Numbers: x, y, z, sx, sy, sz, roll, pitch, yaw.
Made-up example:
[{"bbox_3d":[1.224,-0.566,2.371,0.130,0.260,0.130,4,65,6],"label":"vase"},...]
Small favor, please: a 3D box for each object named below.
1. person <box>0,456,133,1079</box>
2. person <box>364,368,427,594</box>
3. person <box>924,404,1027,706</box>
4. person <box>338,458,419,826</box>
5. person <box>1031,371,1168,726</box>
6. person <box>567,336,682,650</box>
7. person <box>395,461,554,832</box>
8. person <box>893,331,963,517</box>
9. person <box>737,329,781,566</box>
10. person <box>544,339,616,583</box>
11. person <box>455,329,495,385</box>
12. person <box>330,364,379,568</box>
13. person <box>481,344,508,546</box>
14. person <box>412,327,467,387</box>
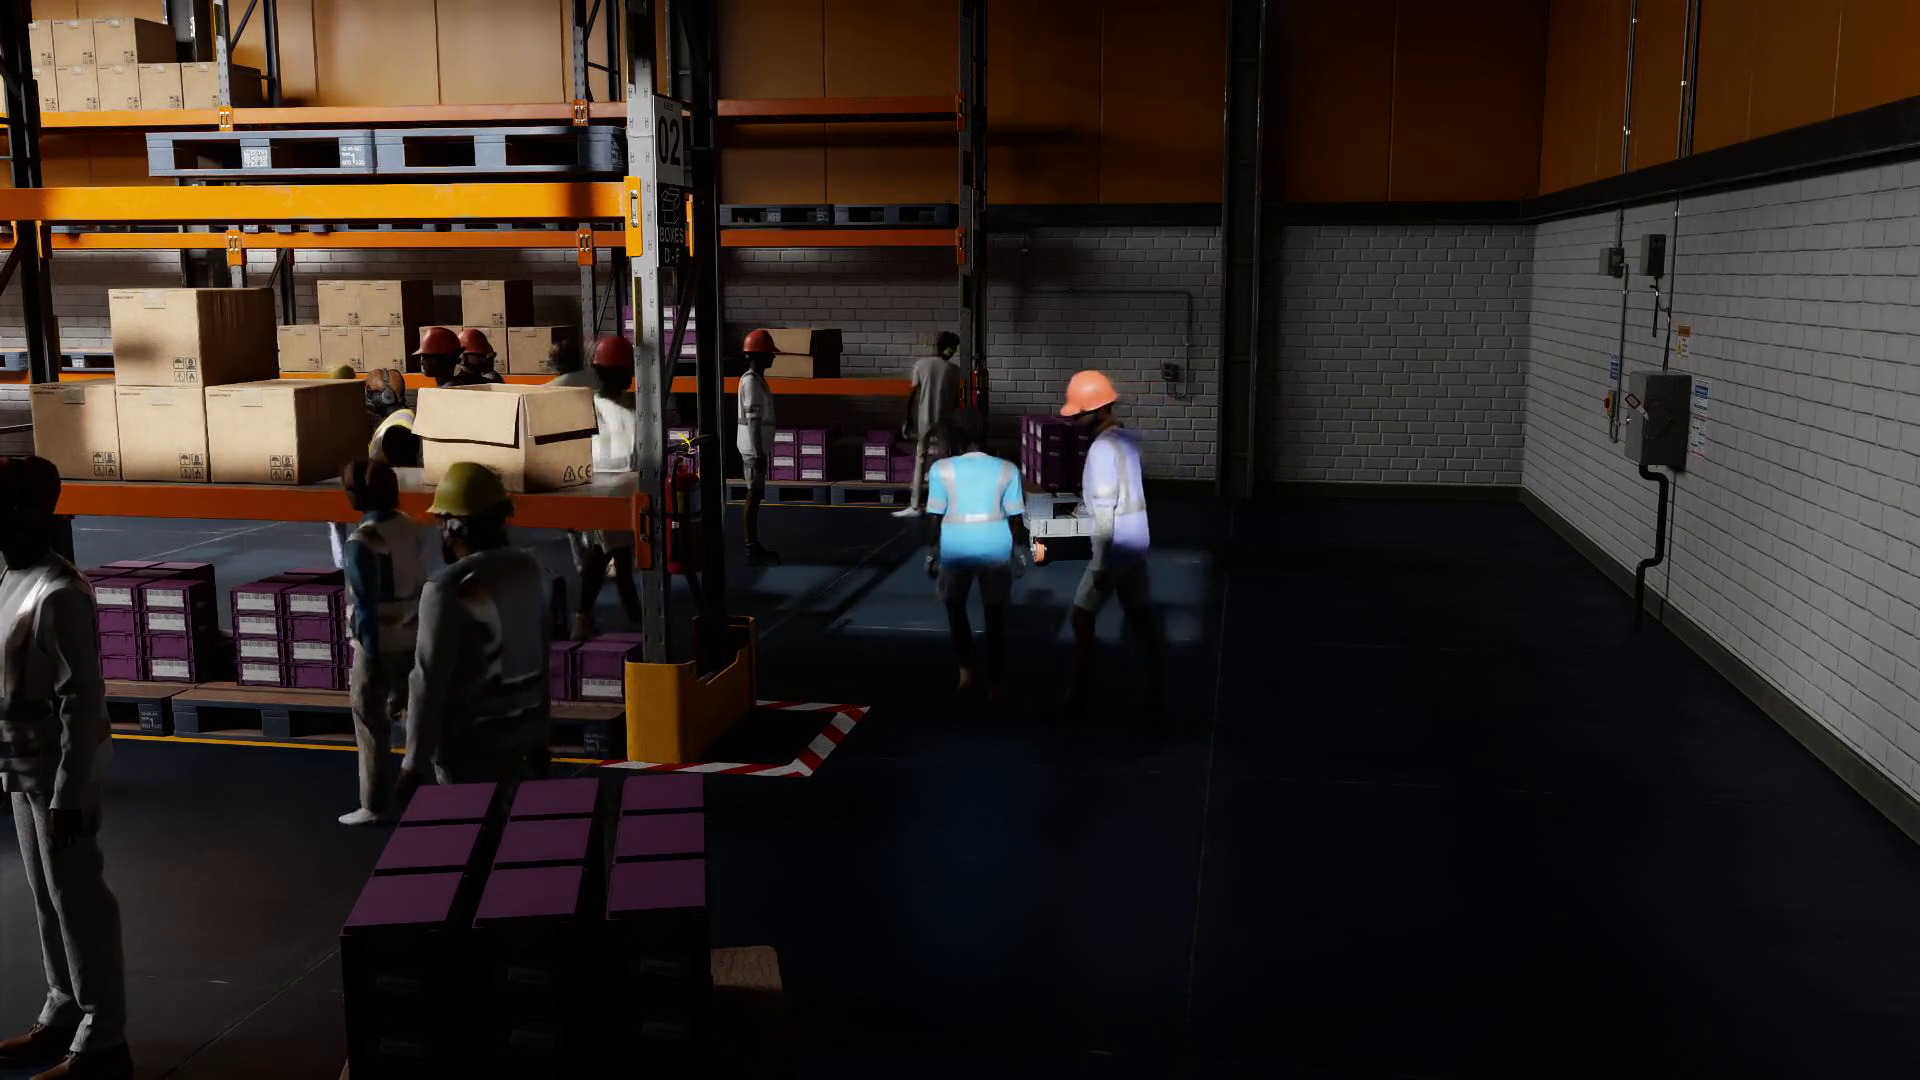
[{"bbox_3d":[-2.692,0.690,4.896,0.355,1.883,0.574,-9,13,-43],"label":"person"},{"bbox_3d":[-3.443,-0.134,10.183,0.430,1.835,0.622,-4,10,-22],"label":"person"},{"bbox_3d":[0.088,0.085,9.286,0.593,1.668,0.452,-1,9,-5],"label":"person"},{"bbox_3d":[-2.417,0.449,7.174,0.551,1.621,0.521,2,9,10],"label":"person"},{"bbox_3d":[0.789,0.044,8.859,0.706,1.895,0.718,4,10,23],"label":"person"},{"bbox_3d":[-2.088,-0.266,10.408,1.008,1.996,0.637,4,10,25],"label":"person"},{"bbox_3d":[-1.528,0.641,5.460,0.832,1.804,0.596,3,10,17],"label":"person"},{"bbox_3d":[-0.328,-1.123,16.370,0.706,1.820,0.334,1,9,4],"label":"person"},{"bbox_3d":[-1.652,-0.758,13.704,0.365,1.939,0.542,-1,9,-6],"label":"person"},{"bbox_3d":[-2.920,-0.590,12.794,0.665,1.898,0.447,-4,10,-26],"label":"person"},{"bbox_3d":[-3.583,-0.561,12.306,0.382,1.994,0.613,3,10,19],"label":"person"},{"bbox_3d":[-4.596,-0.466,12.575,0.520,1.713,0.944,-6,11,-34],"label":"person"},{"bbox_3d":[-4.151,-0.846,14.605,0.404,1.825,0.587,-2,9,-13],"label":"person"},{"bbox_3d":[-3.433,-0.400,11.155,0.379,2.045,0.605,-3,10,-16],"label":"person"}]
